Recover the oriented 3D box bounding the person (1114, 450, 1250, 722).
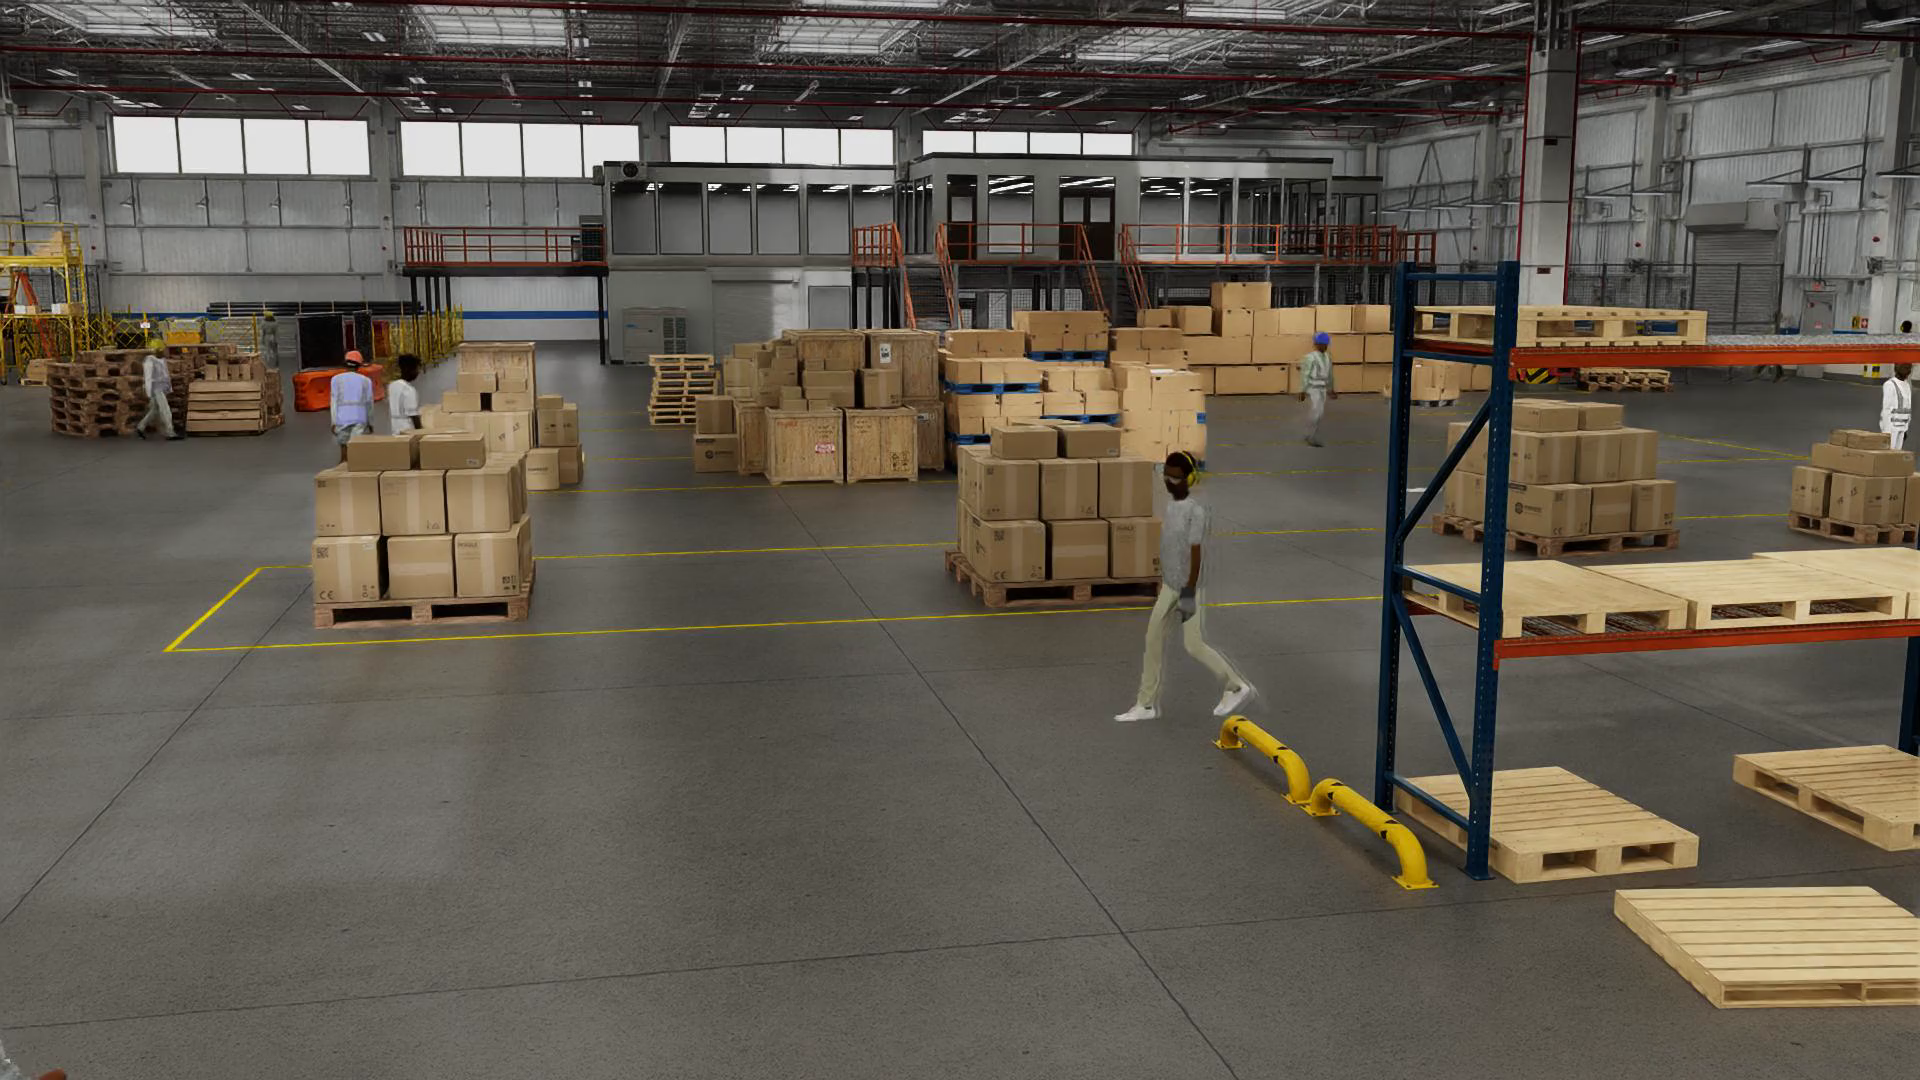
[{"bbox_3d":[1.513,0.305,10.977,0.870,1.835,0.527,-4,10,-22],"label":"person"}]

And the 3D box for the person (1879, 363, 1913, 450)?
[{"bbox_3d":[11.990,-1.424,21.333,0.584,1.881,0.337,-8,12,-40],"label":"person"}]

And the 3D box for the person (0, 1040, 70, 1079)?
[{"bbox_3d":[-3.504,1.149,5.574,0.644,1.898,0.920,4,10,23],"label":"person"}]

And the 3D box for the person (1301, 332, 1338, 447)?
[{"bbox_3d":[5.982,-2.495,27.724,0.491,1.923,0.635,9,13,44],"label":"person"}]

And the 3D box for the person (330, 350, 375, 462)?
[{"bbox_3d":[-8.232,-1.617,22.521,0.594,1.872,0.898,-4,10,-25],"label":"person"}]

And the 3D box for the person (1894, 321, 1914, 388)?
[{"bbox_3d":[20.766,-3.898,36.620,0.514,1.819,0.962,2,9,10],"label":"person"}]

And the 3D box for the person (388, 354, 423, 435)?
[{"bbox_3d":[-6.804,-1.329,20.545,0.495,1.958,0.672,-9,13,-43],"label":"person"}]

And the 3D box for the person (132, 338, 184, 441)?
[{"bbox_3d":[-13.917,-2.589,28.700,0.849,1.803,0.588,-1,9,-6],"label":"person"}]

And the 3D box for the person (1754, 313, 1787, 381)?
[{"bbox_3d":[21.527,-5.118,44.022,0.516,1.819,0.749,-8,12,-40],"label":"person"}]

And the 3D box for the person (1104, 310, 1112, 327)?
[{"bbox_3d":[3.858,-5.059,43.473,0.567,1.923,0.681,8,13,42],"label":"person"}]

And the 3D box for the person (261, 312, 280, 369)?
[{"bbox_3d":[-20.247,-5.841,48.826,0.491,1.695,0.884,-2,10,-11],"label":"person"}]

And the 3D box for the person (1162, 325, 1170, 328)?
[{"bbox_3d":[4.051,-3.248,32.473,0.971,1.868,0.622,7,12,37],"label":"person"}]
